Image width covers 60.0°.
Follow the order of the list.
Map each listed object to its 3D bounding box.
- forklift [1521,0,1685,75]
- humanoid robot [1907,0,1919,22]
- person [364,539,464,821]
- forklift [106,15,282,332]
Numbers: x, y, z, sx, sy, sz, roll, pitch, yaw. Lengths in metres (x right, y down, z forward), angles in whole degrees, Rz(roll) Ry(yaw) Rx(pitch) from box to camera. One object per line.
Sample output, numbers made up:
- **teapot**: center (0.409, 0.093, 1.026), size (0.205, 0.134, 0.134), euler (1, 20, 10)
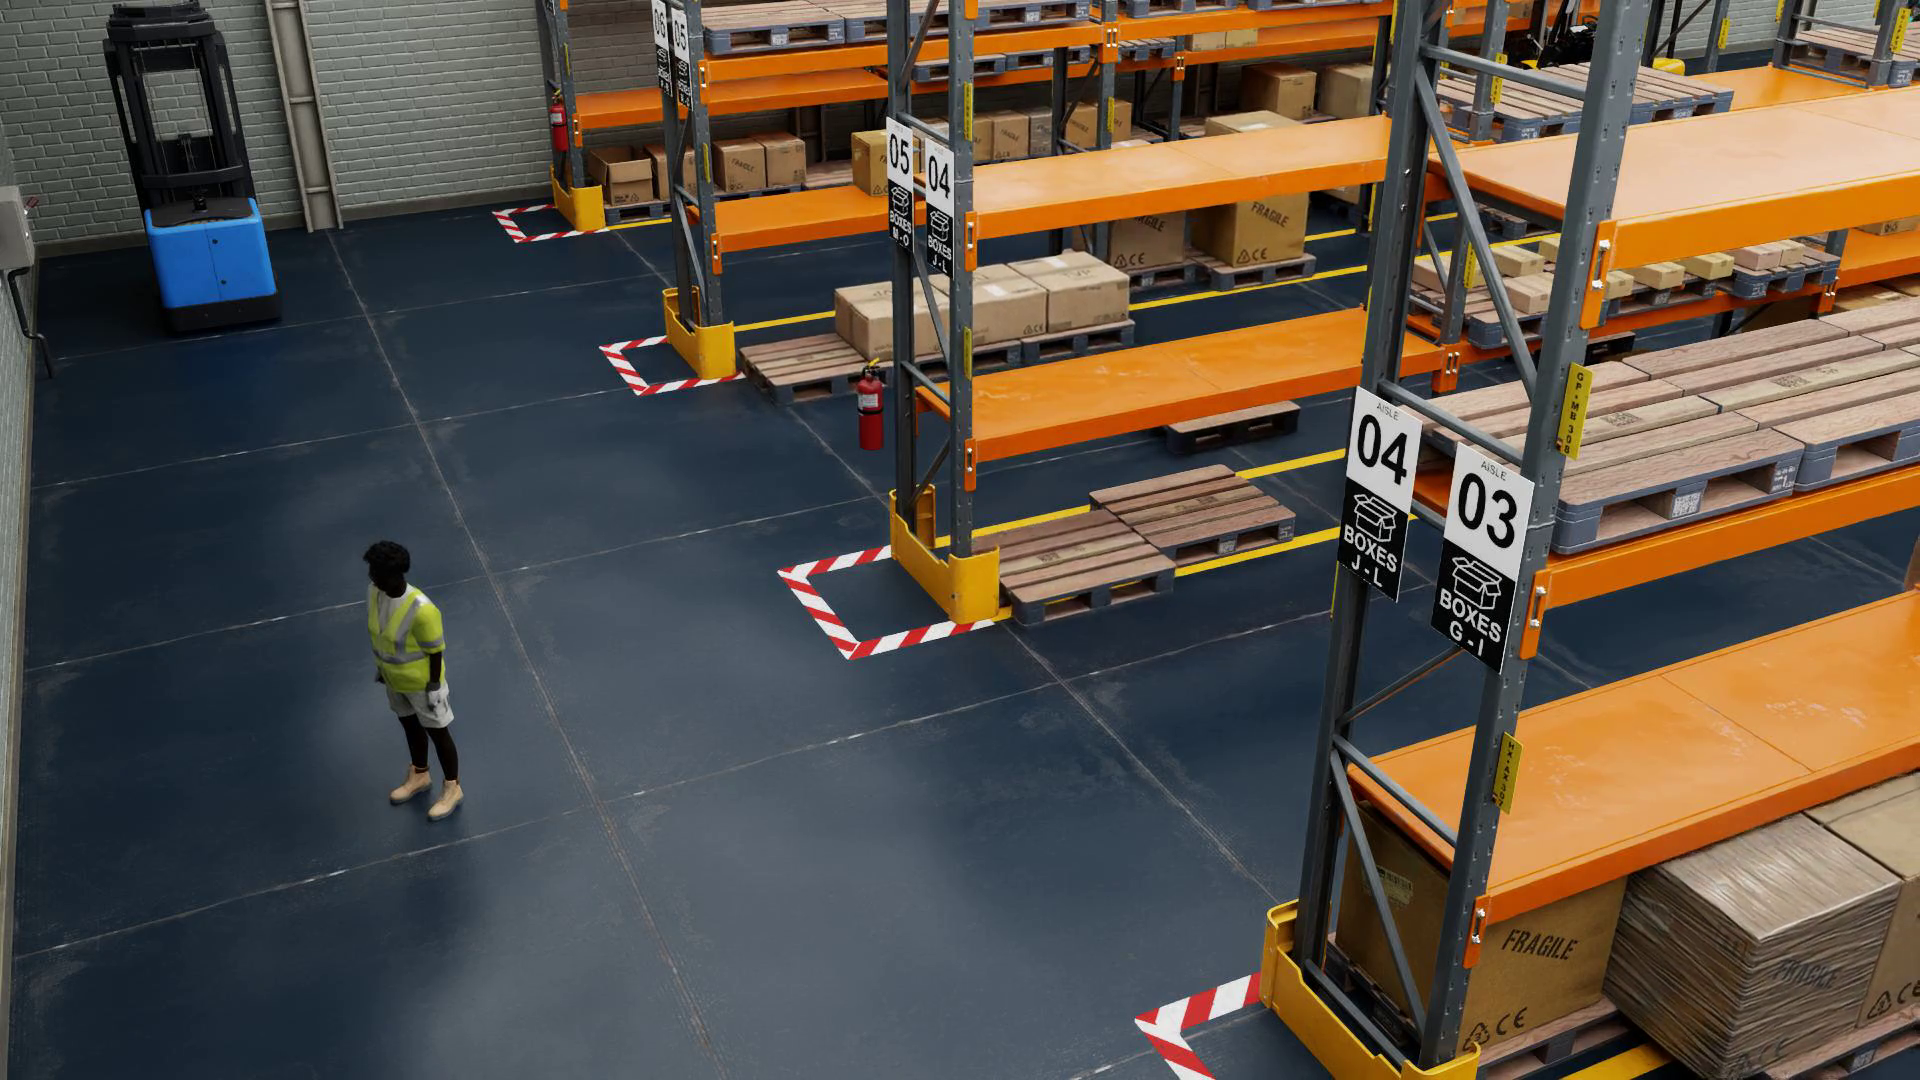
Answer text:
- **forklift**: center (8.950, -6.807, 23.056), size (1.214, 2.155, 2.313), euler (-12, 30, -22)
- **humanoid robot**: center (14.760, -8.054, 26.047), size (0.713, 1.899, 0.542), euler (-2, 28, -3)
- **person**: center (-3.010, 0.751, 9.112), size (0.532, 1.696, 0.319), euler (18, 32, 30)
- **forklift**: center (-7.548, -3.672, 16.323), size (1.129, 2.768, 1.873), euler (-12, 30, -22)
